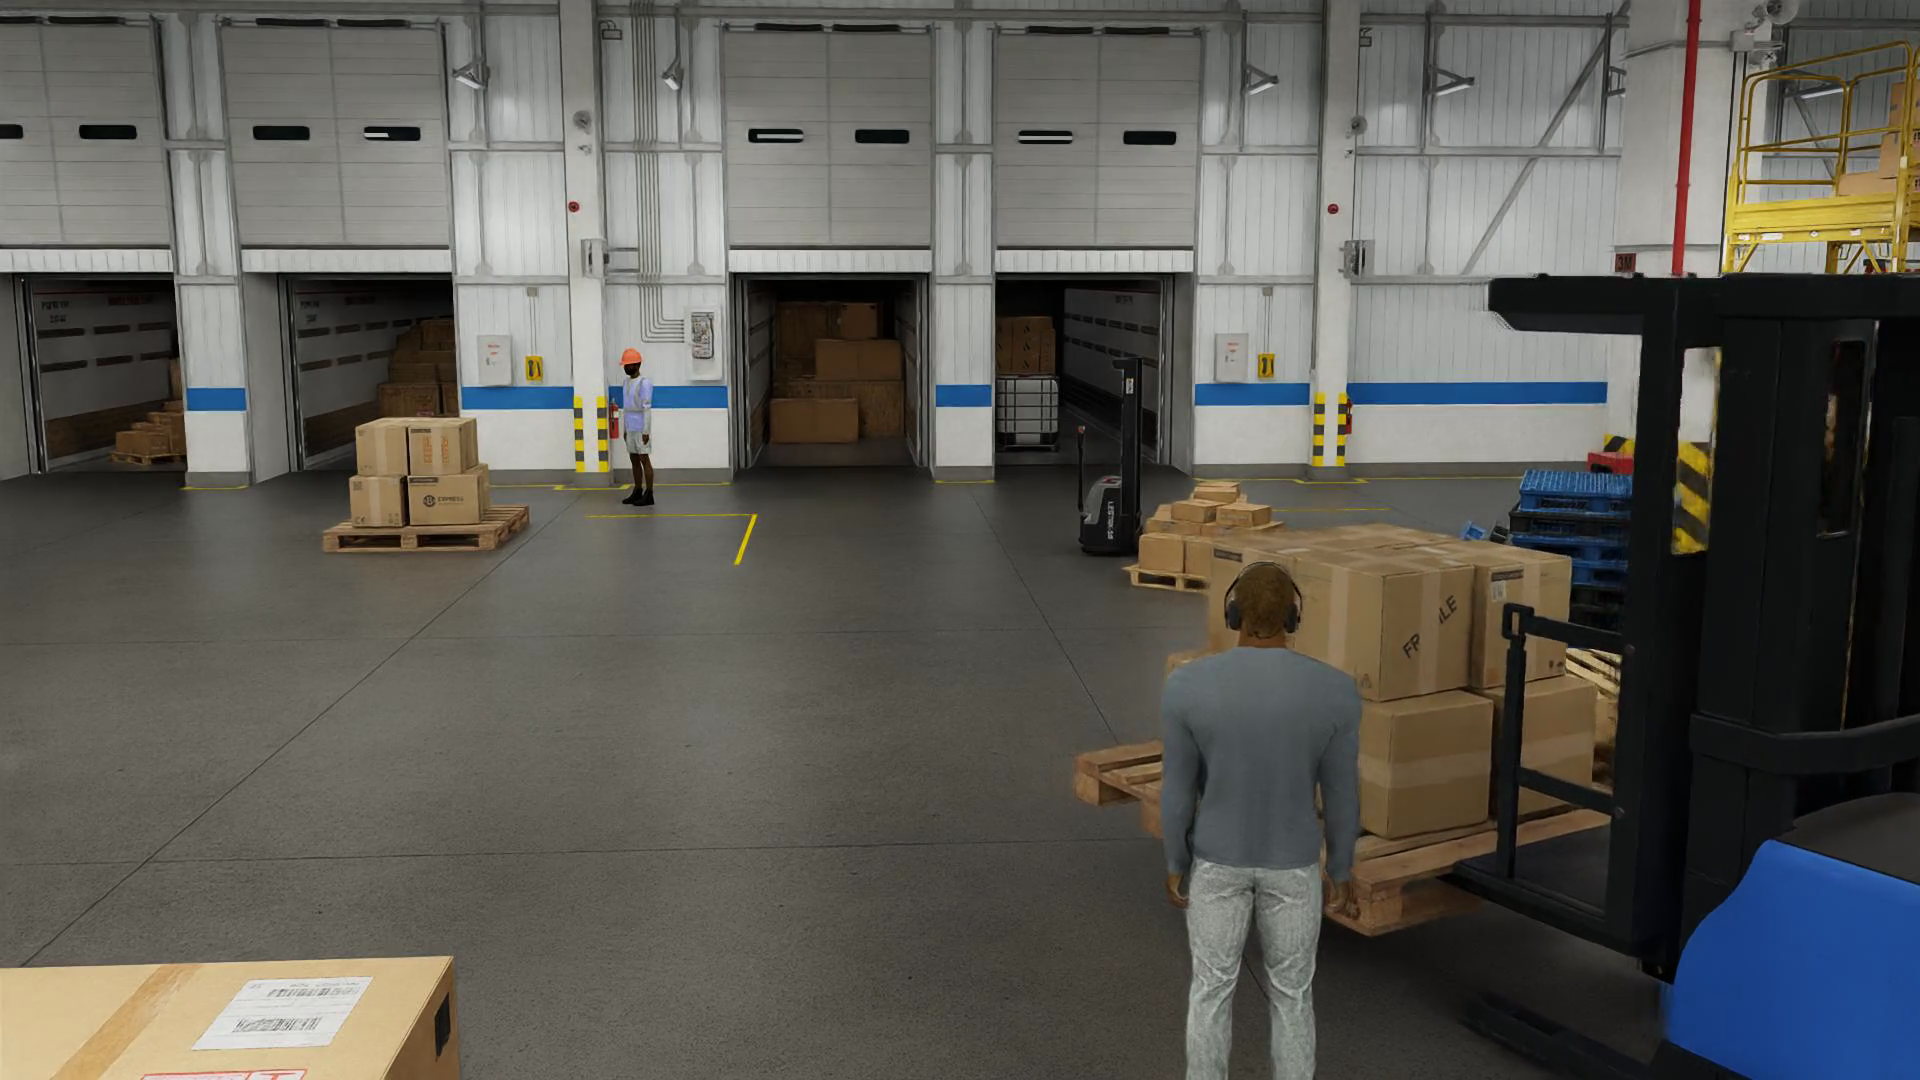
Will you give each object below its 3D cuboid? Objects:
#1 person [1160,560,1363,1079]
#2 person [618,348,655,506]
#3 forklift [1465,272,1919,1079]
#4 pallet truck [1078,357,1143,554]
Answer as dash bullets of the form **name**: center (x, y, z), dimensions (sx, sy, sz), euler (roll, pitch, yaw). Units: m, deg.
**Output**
- **person**: center (0.946, 1.025, 5.289), dimensions (0.628, 1.932, 0.361), euler (1, 9, 9)
- **person**: center (-3.980, -1.378, 20.388), dimensions (0.389, 1.930, 0.544), euler (-8, 12, -42)
- **forklift**: center (2.822, 0.531, 5.415), dimensions (1.129, 2.768, 1.873), euler (-5, 10, -30)
- **pallet truck**: center (2.088, -0.836, 16.757), dimensions (1.885, 1.965, 0.823), euler (2, 9, 13)
